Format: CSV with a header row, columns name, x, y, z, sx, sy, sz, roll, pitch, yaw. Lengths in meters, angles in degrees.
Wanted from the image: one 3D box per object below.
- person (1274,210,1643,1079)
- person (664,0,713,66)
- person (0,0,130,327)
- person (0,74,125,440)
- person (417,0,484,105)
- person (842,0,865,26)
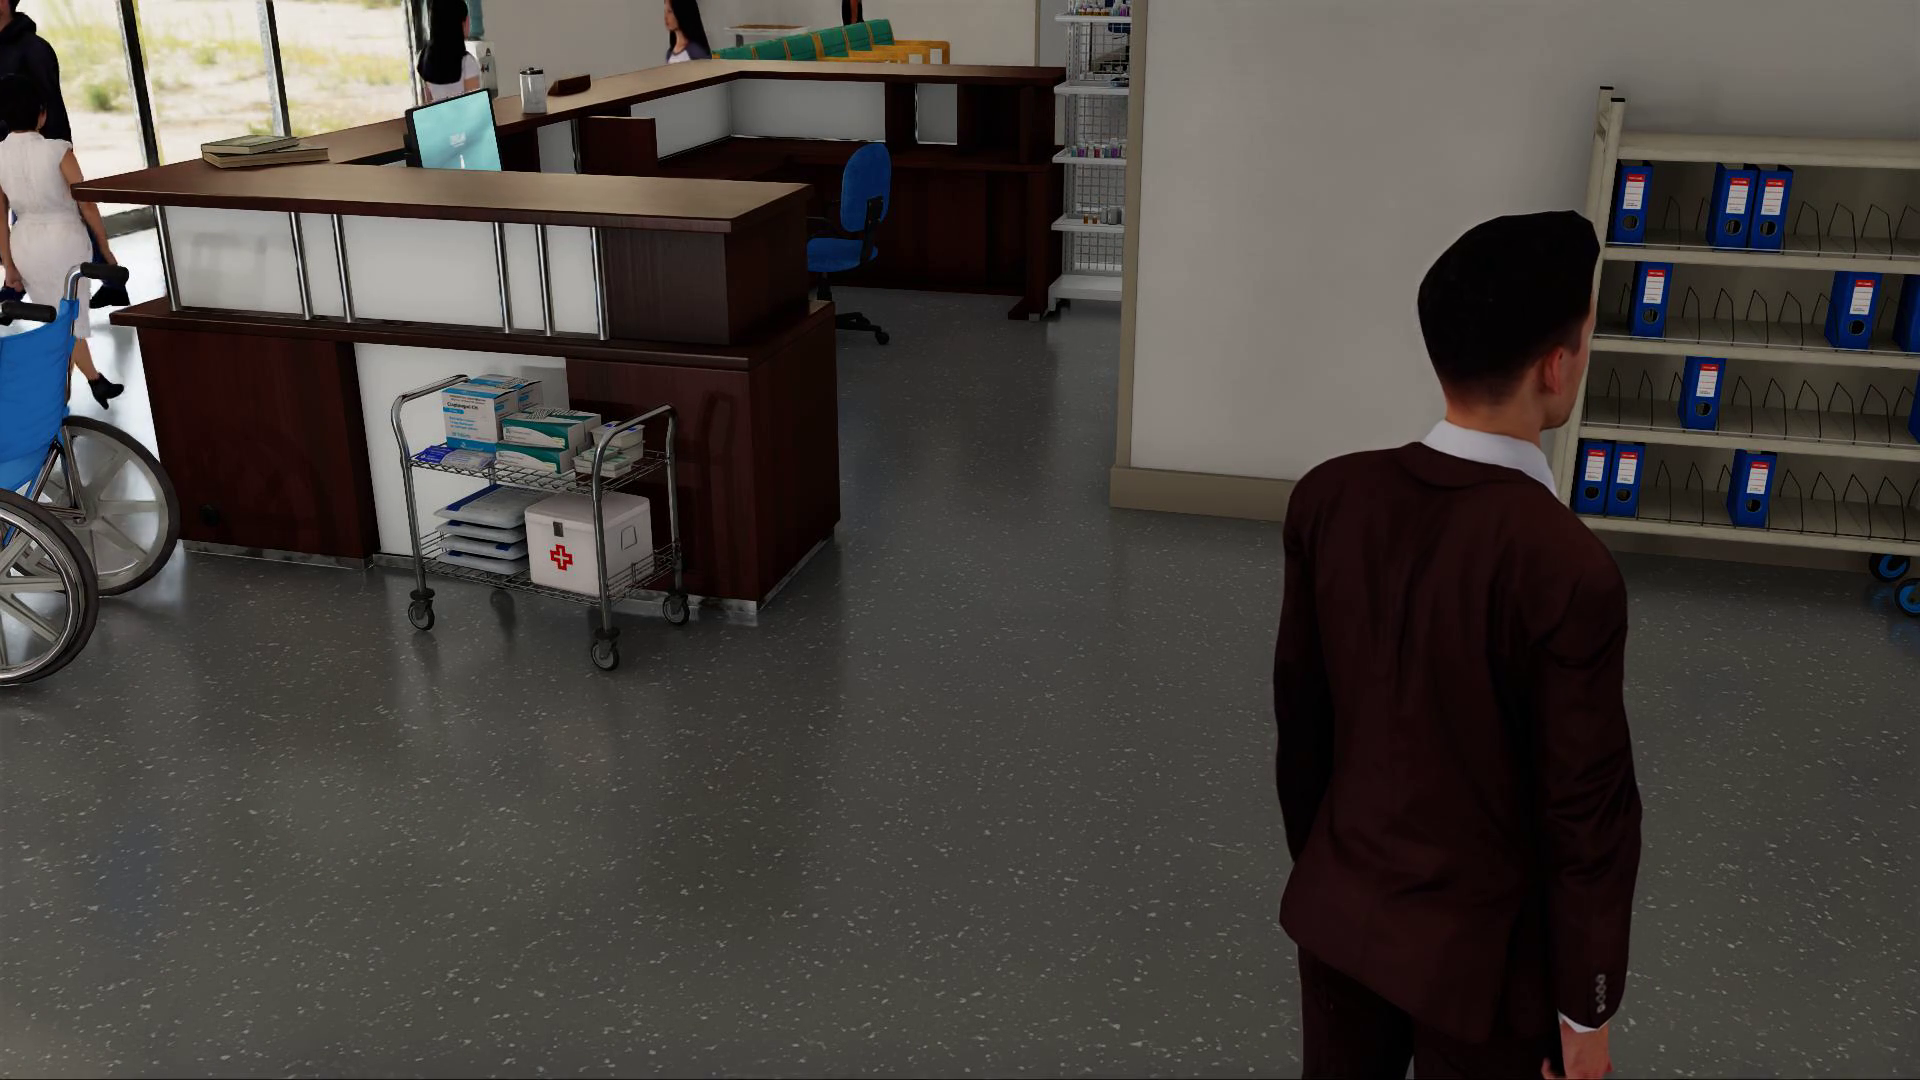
name,x,y,z,sx,sy,sz,roll,pitch,yaw
person,0.630,0.501,2.199,0.843,1.866,0.757,-15,25,-34
person,-1.679,-2.657,10.834,1.115,1.656,1.113,-14,25,-33
person,-4.962,-2.111,9.138,1.202,1.836,1.125,19,28,40
person,-3.864,-1.146,7.054,1.016,1.507,0.781,0,21,-1
person,-2.759,-1.990,8.955,1.115,1.739,0.746,8,22,20
person,-1.205,-5.885,19.345,0.623,1.665,0.633,-2,21,-4
